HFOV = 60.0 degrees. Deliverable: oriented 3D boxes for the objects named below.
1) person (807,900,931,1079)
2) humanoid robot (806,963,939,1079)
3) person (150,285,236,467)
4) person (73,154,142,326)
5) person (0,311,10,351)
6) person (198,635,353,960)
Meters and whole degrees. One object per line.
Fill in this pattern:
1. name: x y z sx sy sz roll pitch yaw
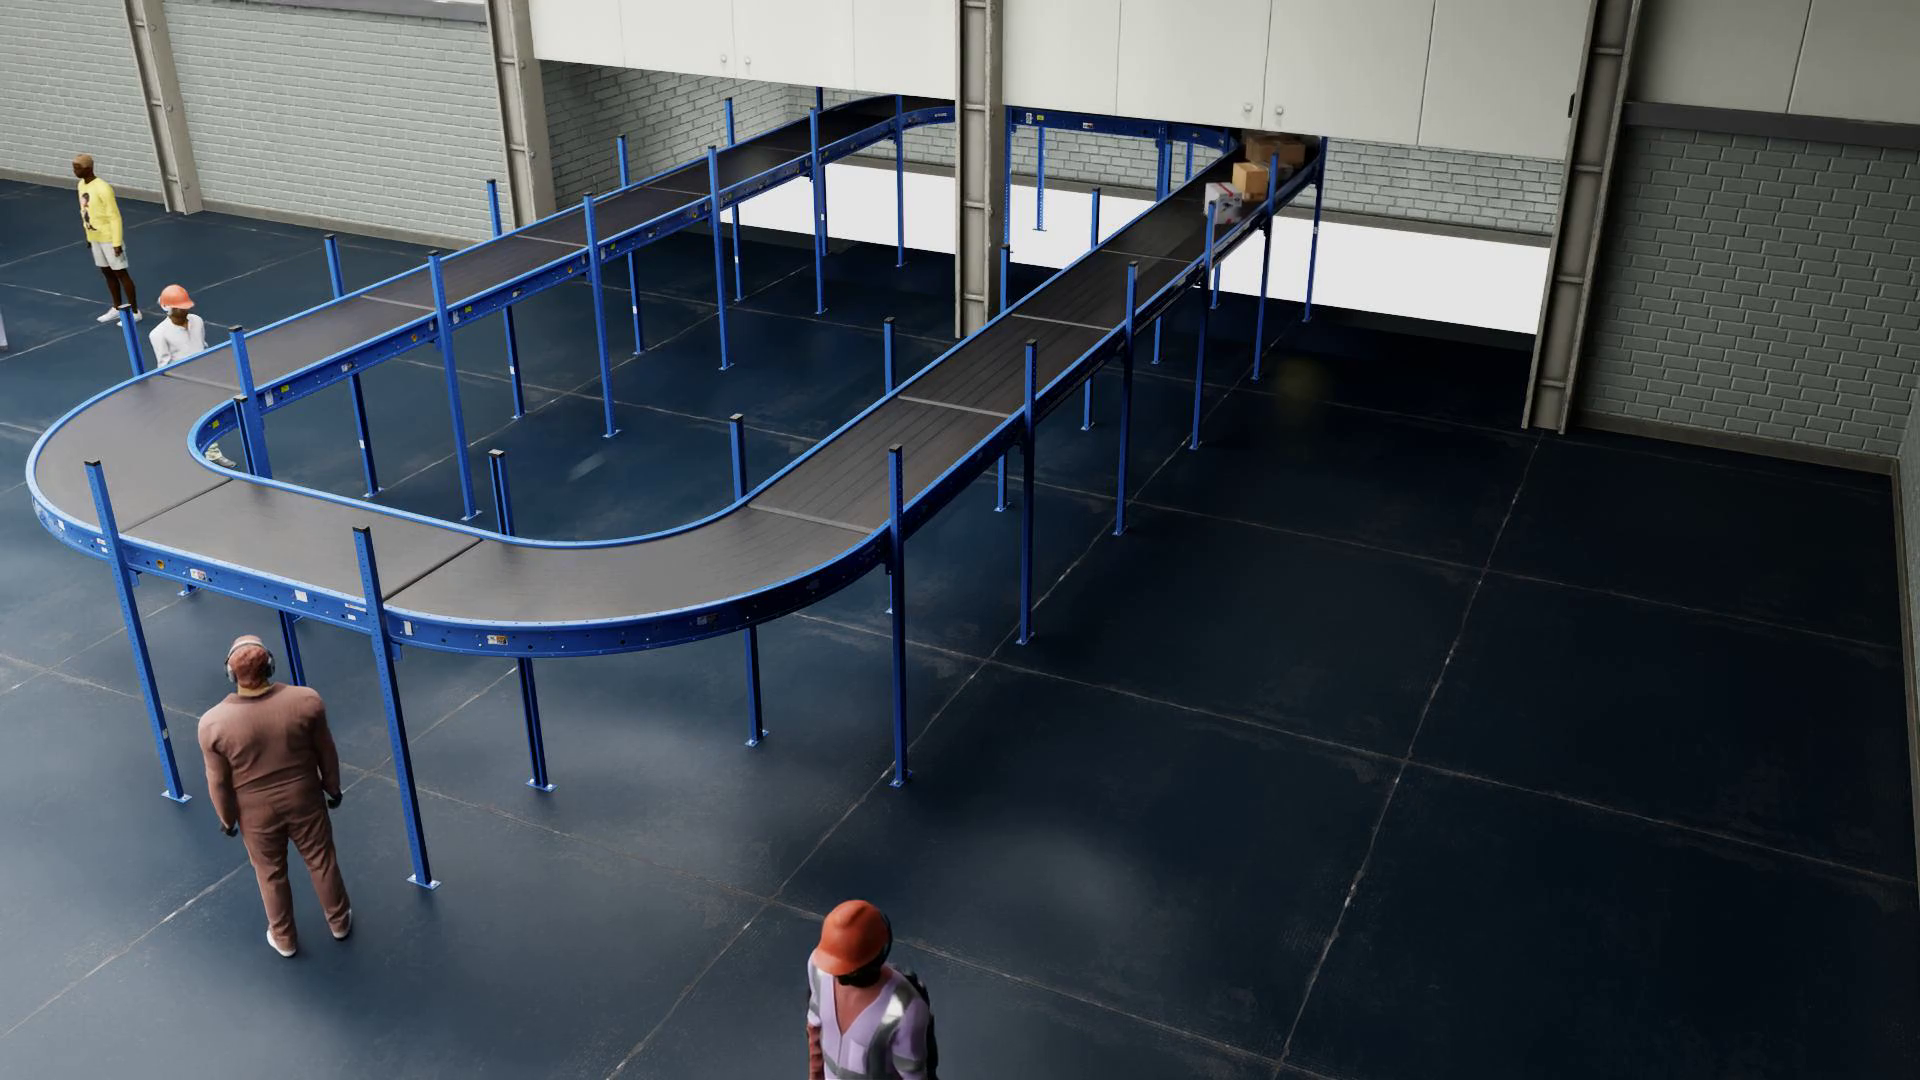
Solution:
1. person: -0.402 2.306 6.853 0.611 2.034 0.405 21 33 36
2. humanoid robot: -0.354 2.298 7.281 0.609 1.631 0.483 1 26 3
3. person: -6.747 -1.396 14.619 0.335 1.748 0.572 9 28 18
4. person: -9.410 -3.309 18.312 0.544 1.898 0.374 16 30 29
5. person: -10.326 -2.817 17.399 0.392 1.833 0.565 4 27 8
6. person: -3.636 1.368 8.880 0.650 1.905 0.406 -15 30 -28
